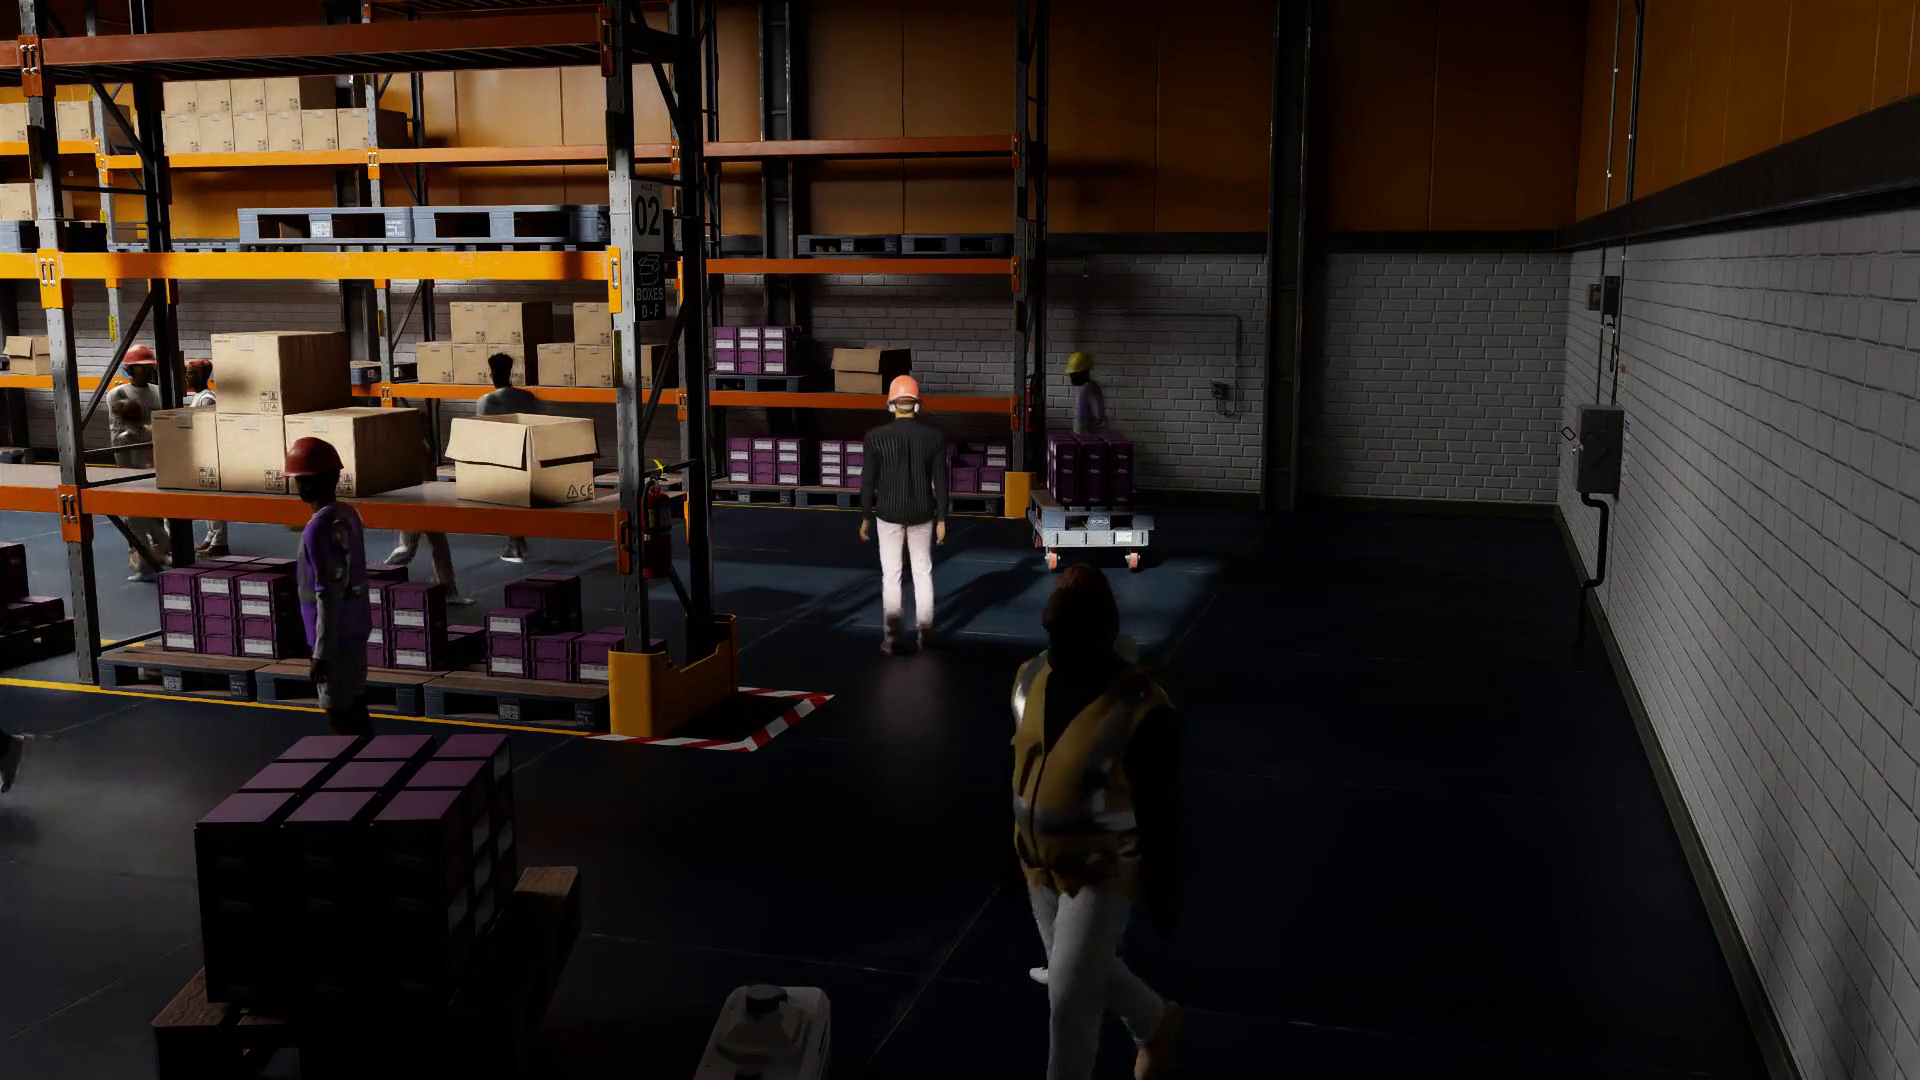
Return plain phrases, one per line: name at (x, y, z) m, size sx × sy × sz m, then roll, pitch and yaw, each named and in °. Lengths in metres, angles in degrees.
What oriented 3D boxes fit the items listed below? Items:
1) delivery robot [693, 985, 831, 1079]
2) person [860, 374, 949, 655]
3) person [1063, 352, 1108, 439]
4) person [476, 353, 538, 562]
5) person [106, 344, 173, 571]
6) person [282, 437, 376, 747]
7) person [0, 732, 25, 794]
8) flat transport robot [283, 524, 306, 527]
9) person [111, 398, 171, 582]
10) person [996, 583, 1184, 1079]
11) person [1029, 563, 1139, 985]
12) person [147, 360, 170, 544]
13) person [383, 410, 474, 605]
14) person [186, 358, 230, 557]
delivery robot at (-0.597, 1.597, 5.054) m, size 0.477 × 0.478 × 0.707 m, roll 0°, pitch 9°, yaw 3°
person at (-0.392, -0.182, 11.830) m, size 0.623 × 1.990 × 0.398 m, roll -2°, pitch 9°, yaw -11°
person at (1.287, -0.981, 17.018) m, size 0.706 × 1.881 × 0.620 m, roll 2°, pitch 10°, yaw 13°
person at (-4.256, -0.771, 15.530) m, size 0.536 × 1.947 × 0.645 m, roll 8°, pitch 12°, yaw 41°
person at (-7.383, -0.746, 15.090) m, size 0.364 × 2.048 × 0.608 m, roll 4°, pitch 10°, yaw 25°
person at (-3.050, 0.464, 8.058) m, size 0.376 × 1.934 × 0.548 m, roll -1°, pitch 9°, yaw -5°
person at (-5.048, 0.476, 8.121) m, size 0.626 × 1.891 × 0.732 m, roll 9°, pitch 13°, yaw 43°
flat transport robot at (-6.880, -0.336, 17.991) m, size 0.652 × 0.197 × 1.431 m, roll -2°, pitch 10°, yaw -14°
person at (-7.038, -0.425, 14.408) m, size 0.460 × 1.618 × 0.537 m, roll 1°, pitch 9°, yaw 8°
person at (0.436, 0.999, 5.202) m, size 0.876 × 1.806 × 0.614 m, roll -8°, pitch 12°, yaw -39°
person at (0.467, 0.898, 6.331) m, size 0.500 × 1.633 × 0.280 m, roll -8°, pitch 12°, yaw -40°
person at (-7.891, -0.848, 16.343) m, size 0.430 × 1.844 × 0.624 m, roll -8°, pitch 12°, yaw -39°
person at (-4.405, -0.244, 13.375) m, size 0.807 × 1.606 × 0.527 m, roll 0°, pitch 9°, yaw -2°
person at (-7.171, -0.782, 15.804) m, size 0.349 × 1.884 × 0.584 m, roll -6°, pitch 11°, yaw -31°
